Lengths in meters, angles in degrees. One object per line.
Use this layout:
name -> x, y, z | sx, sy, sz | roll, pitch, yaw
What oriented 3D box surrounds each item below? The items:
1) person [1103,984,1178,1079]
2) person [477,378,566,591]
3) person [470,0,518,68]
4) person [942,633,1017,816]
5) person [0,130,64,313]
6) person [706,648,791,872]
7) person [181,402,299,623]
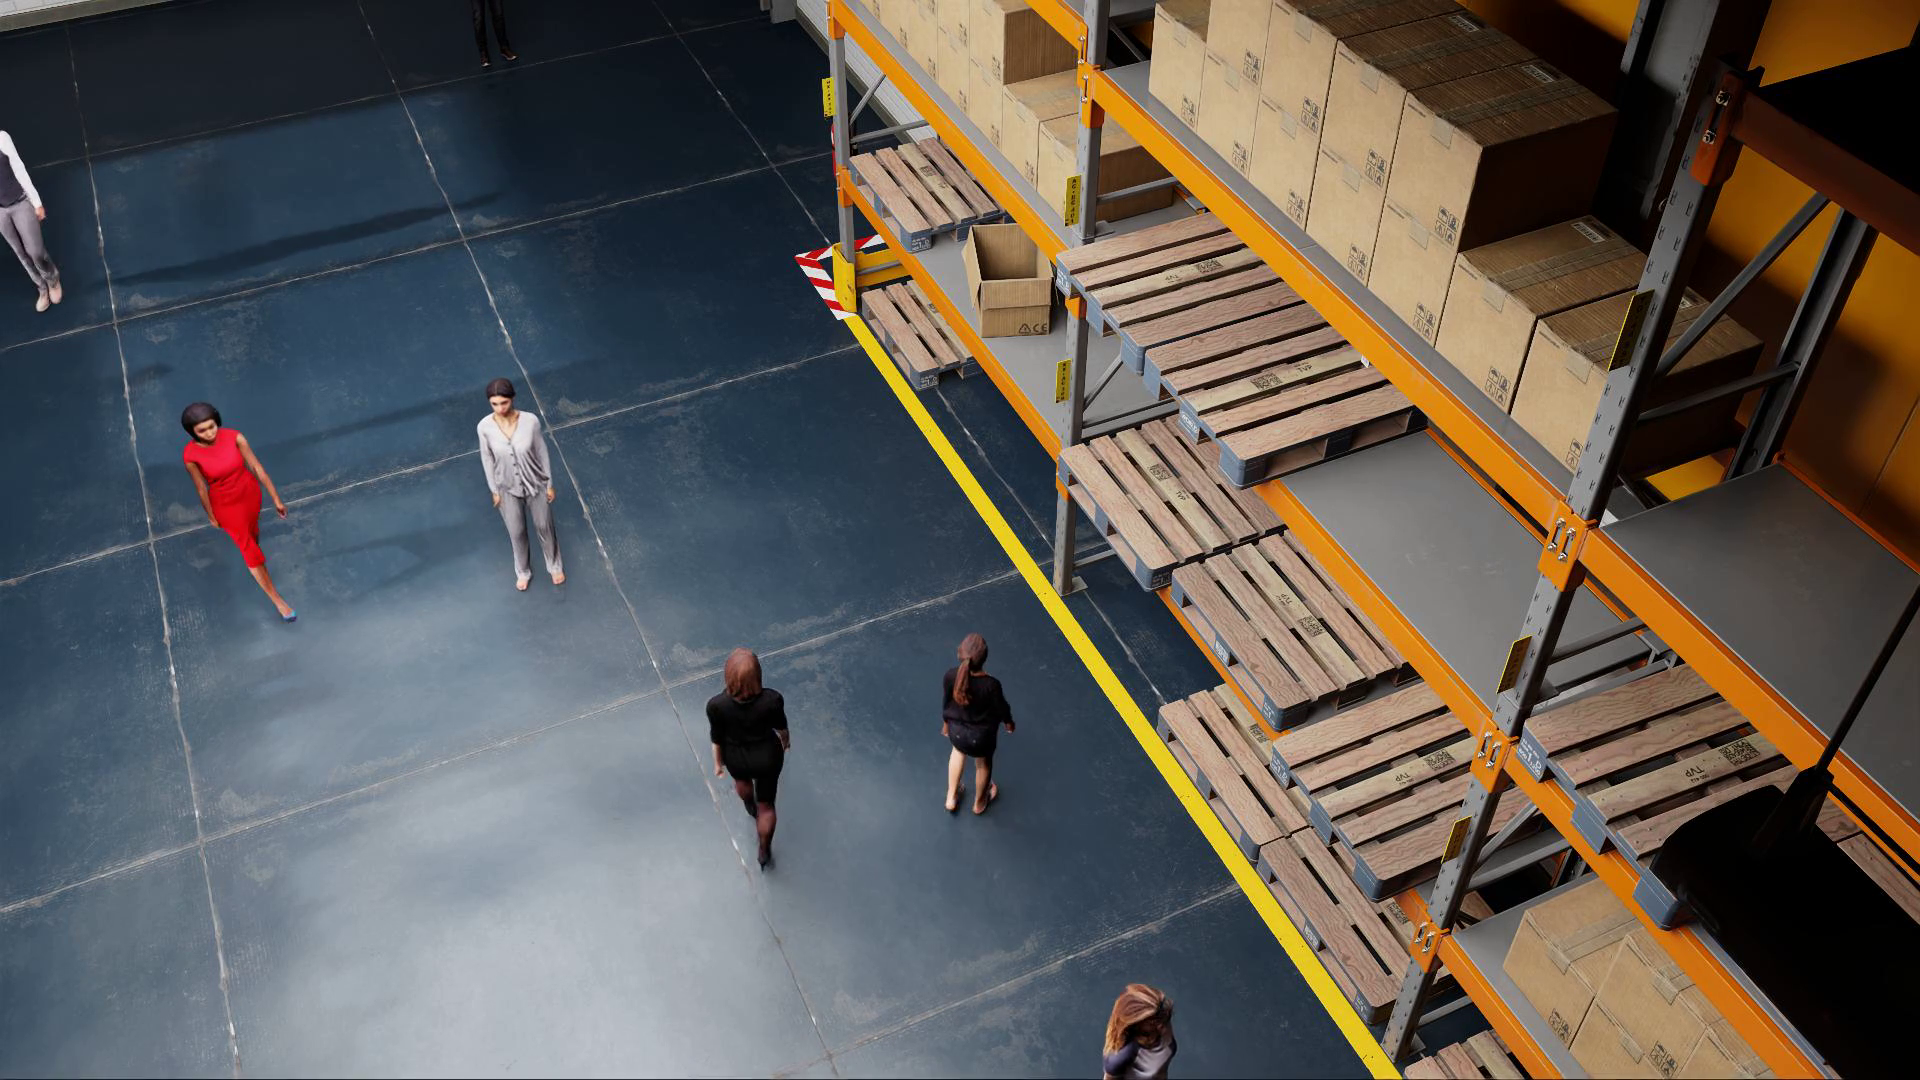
person -> 0.841, 2.691, 8.213 | 0.672, 1.732, 0.675 | 31, 52, 29
person -> -3.011, -0.392, 11.420 | 0.628, 1.773, 0.591 | -9, 44, -9
person -> -4.899, -5.769, 17.050 | 0.654, 1.793, 0.539 | -20, 47, -20
person -> 0.073, 1.156, 9.958 | 0.691, 1.549, 0.753 | 15, 46, 15
person -> -7.903, -2.836, 13.875 | 0.754, 1.926, 0.725 | -3, 44, -3
person -> -1.201, 1.340, 9.666 | 0.744, 1.686, 0.889 | -5, 44, -5
person -> -4.964, -0.284, 11.356 | 1.148, 1.706, 0.847 | 34, 53, 30
